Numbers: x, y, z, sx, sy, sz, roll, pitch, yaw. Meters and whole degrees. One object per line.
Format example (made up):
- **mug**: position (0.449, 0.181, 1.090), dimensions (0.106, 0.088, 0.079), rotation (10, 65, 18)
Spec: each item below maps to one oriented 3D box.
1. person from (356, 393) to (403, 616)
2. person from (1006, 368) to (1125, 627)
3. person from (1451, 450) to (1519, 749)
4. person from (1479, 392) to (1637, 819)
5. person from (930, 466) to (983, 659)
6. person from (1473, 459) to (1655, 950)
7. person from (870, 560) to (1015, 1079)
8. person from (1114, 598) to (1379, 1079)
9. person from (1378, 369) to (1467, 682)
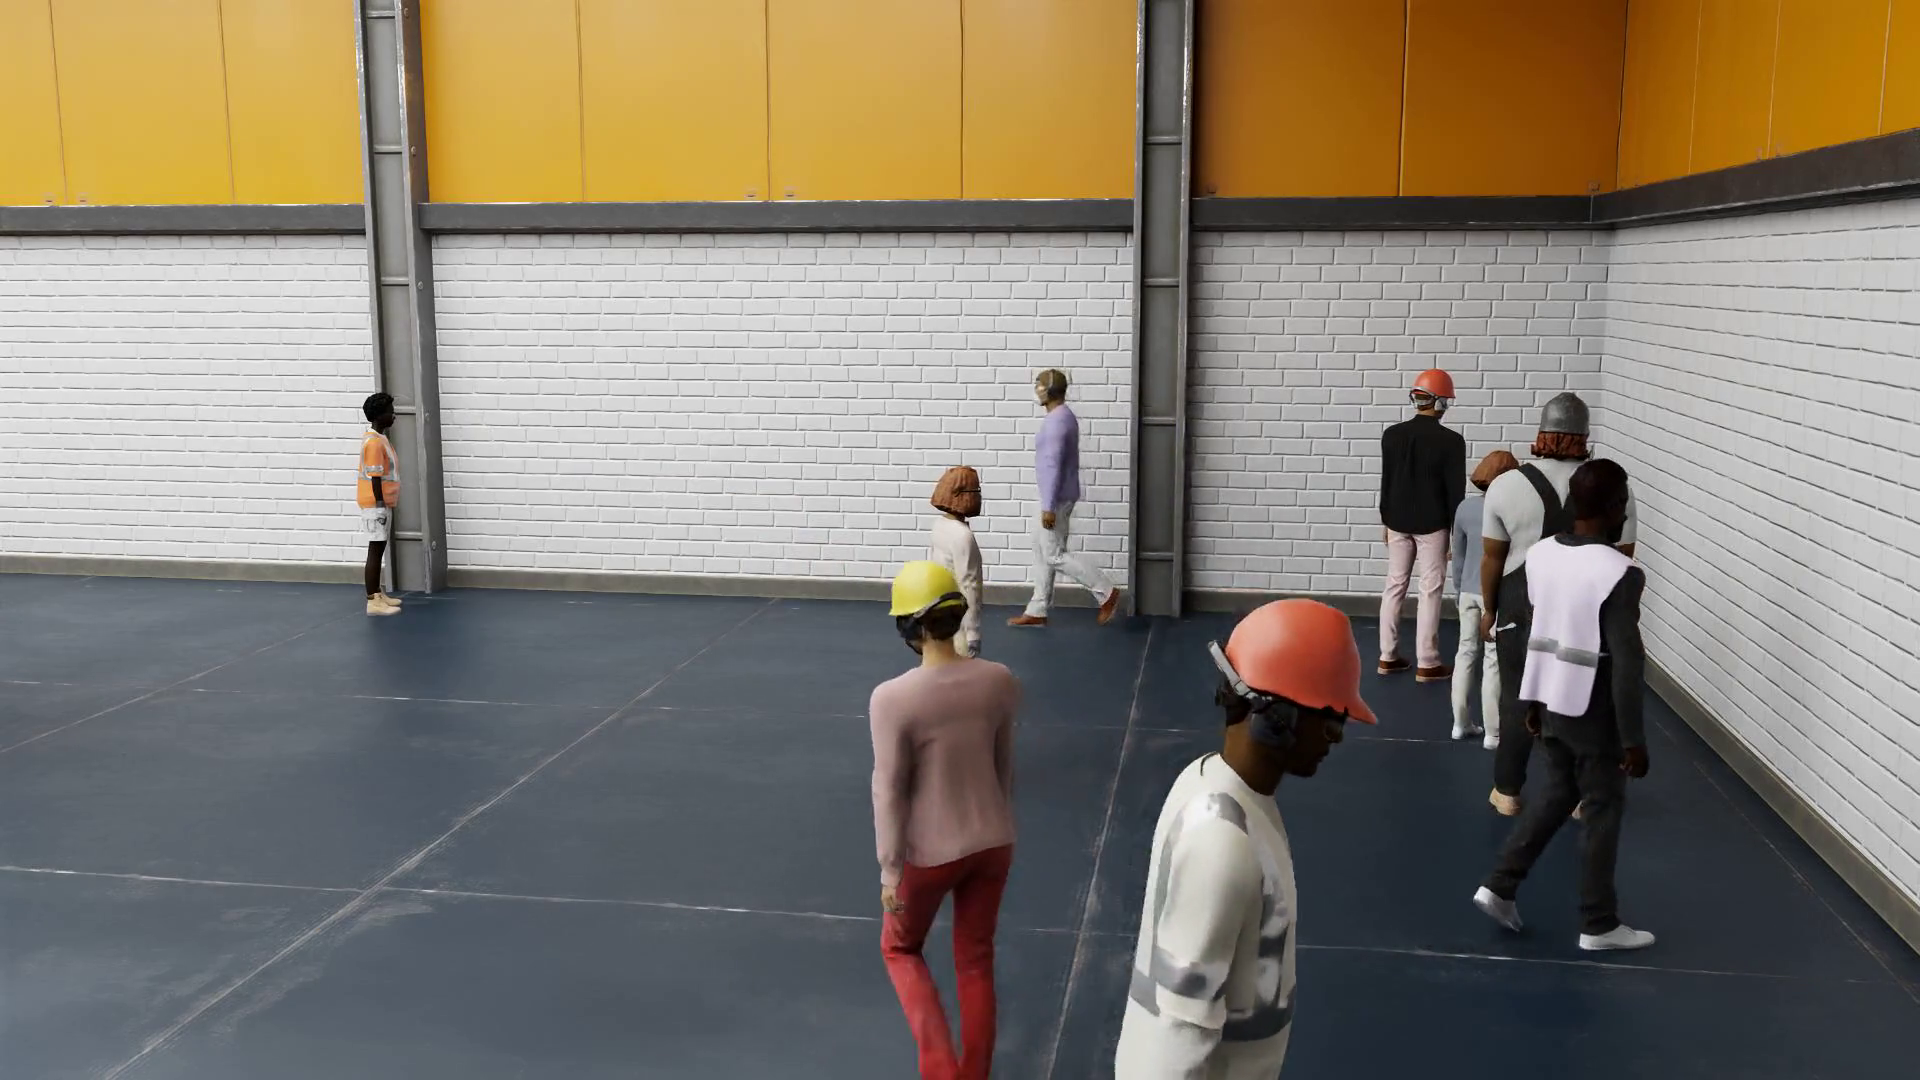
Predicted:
- **person**: position (-4.411, -0.275, 12.633), dimensions (0.321, 1.691, 0.531), rotation (-3, 10, -16)
- **person**: position (0.769, -0.281, 11.976), dimensions (0.793, 1.921, 0.636), rotation (1, 9, 6)
- **person**: position (2.905, 0.320, 9.123), dimensions (0.288, 1.633, 0.499), rotation (-5, 10, -27)
- **person**: position (2.830, 0.307, 7.953), dimensions (0.689, 2.000, 0.538), rotation (2, 9, 14)
- **person**: position (-0.005, 0.437, 8.404), dimensions (0.280, 1.633, 0.503), rotation (-3, 10, -19)
- **person**: position (2.361, 0.637, 6.328), dimensions (0.571, 1.914, 0.612), rotation (-3, 10, -15)
- **person**: position (-0.052, 0.930, 5.056), dimensions (0.529, 1.741, 0.429), rotation (-6, 11, -31)
- **person**: position (0.555, 1.102, 3.241), dimensions (0.998, 1.974, 0.696), rotation (1, 9, 8)
- **person**: position (2.955, -0.093, 10.596), dimensions (0.402, 1.986, 0.612), rotation (-8, 12, -42)
